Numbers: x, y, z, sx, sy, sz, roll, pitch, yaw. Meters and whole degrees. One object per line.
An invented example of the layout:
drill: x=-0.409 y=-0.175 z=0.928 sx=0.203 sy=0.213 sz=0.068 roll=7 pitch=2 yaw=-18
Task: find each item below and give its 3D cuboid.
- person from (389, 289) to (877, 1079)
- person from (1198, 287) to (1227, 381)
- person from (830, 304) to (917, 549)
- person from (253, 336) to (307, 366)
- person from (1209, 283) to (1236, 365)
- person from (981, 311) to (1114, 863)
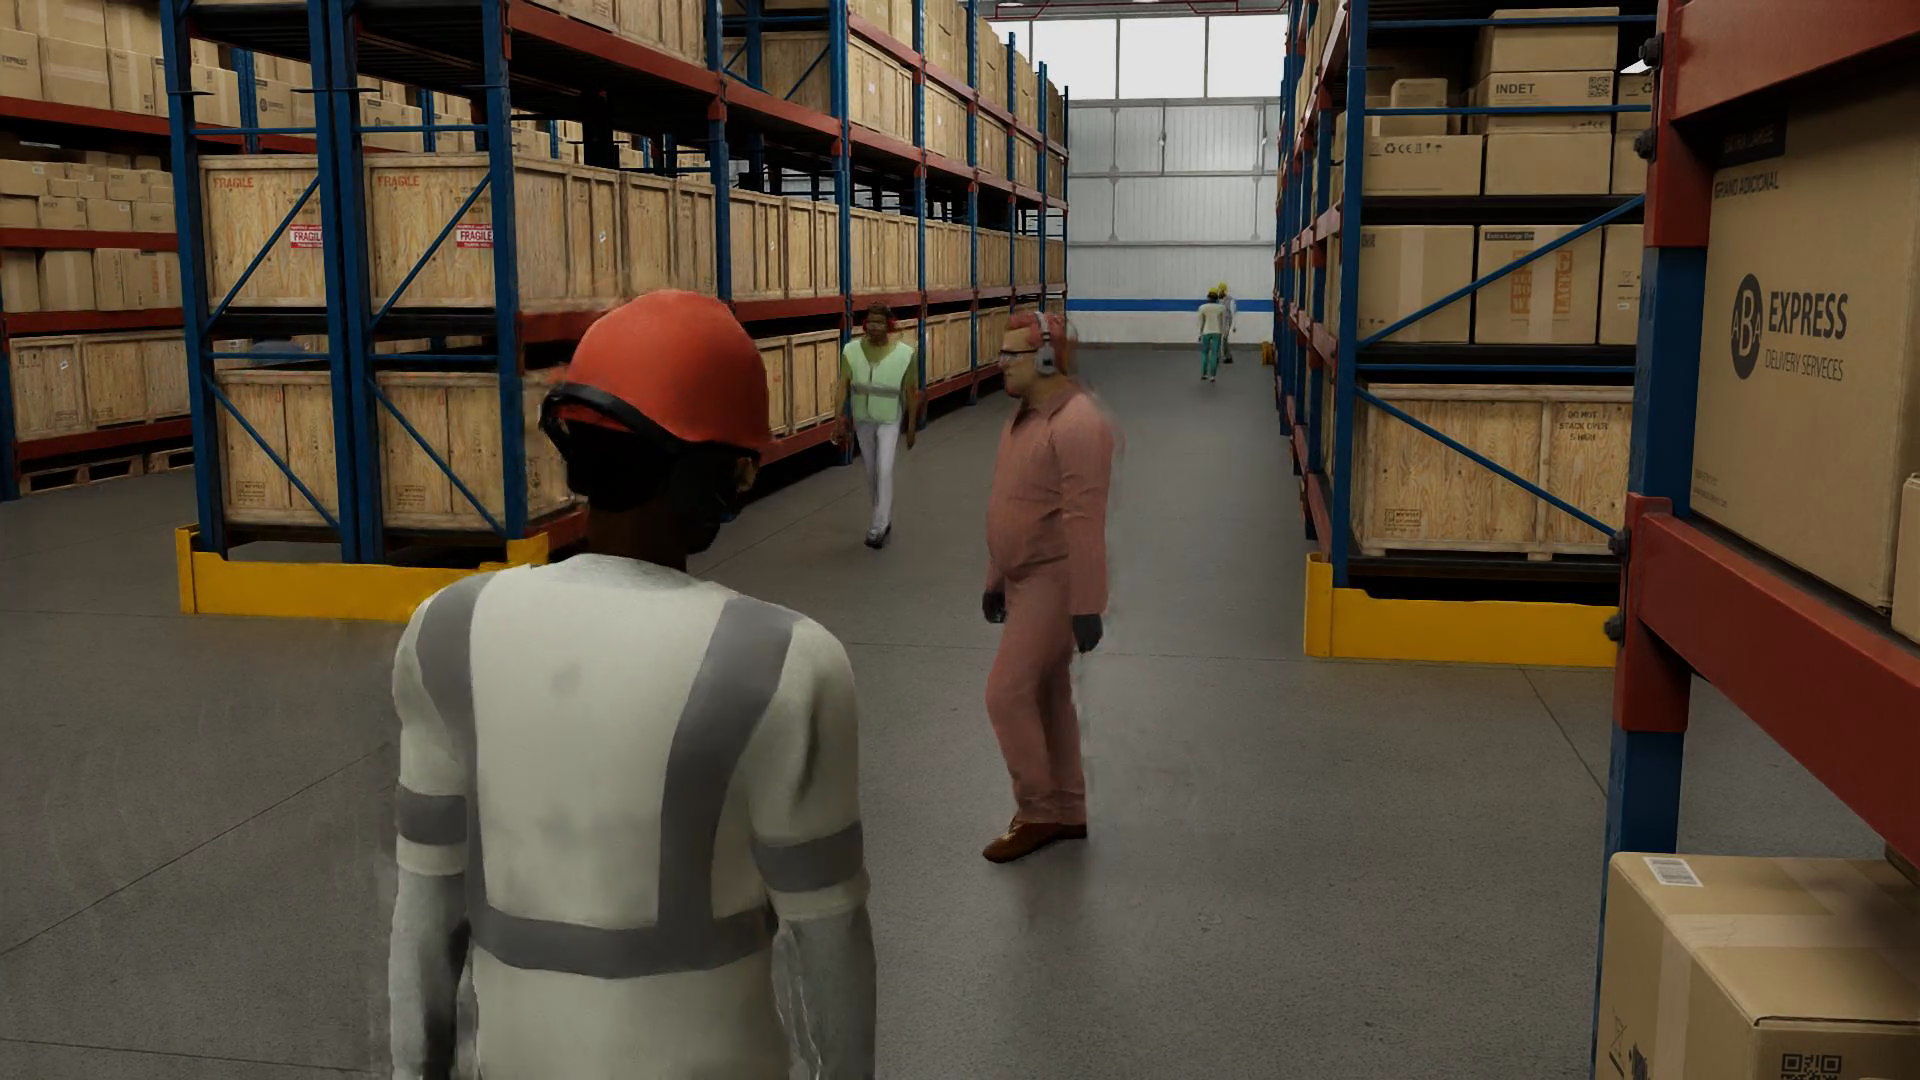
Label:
person: x=-0.377 y=0.674 z=2.255 sx=0.613 sy=1.987 sz=1.037 roll=3 pitch=10 yaw=18
person: x=4.709 y=-3.834 z=31.009 sx=0.525 sy=1.737 sz=0.785 roll=2 pitch=9 yaw=13
person: x=-0.620 y=-0.855 z=12.371 sx=0.587 sy=1.791 sz=0.989 roll=3 pitch=10 yaw=16
person: x=-6.671 y=-1.412 z=16.357 sx=0.509 sy=1.613 sz=0.545 roll=-3 pitch=10 yaw=-17
person: x=5.758 y=-4.736 z=36.489 sx=0.937 sy=1.784 sz=0.615 roll=-8 pitch=12 yaw=-39
person: x=0.216 y=0.166 z=5.735 sx=0.609 sy=1.885 sz=0.672 roll=-3 pitch=10 yaw=-15
